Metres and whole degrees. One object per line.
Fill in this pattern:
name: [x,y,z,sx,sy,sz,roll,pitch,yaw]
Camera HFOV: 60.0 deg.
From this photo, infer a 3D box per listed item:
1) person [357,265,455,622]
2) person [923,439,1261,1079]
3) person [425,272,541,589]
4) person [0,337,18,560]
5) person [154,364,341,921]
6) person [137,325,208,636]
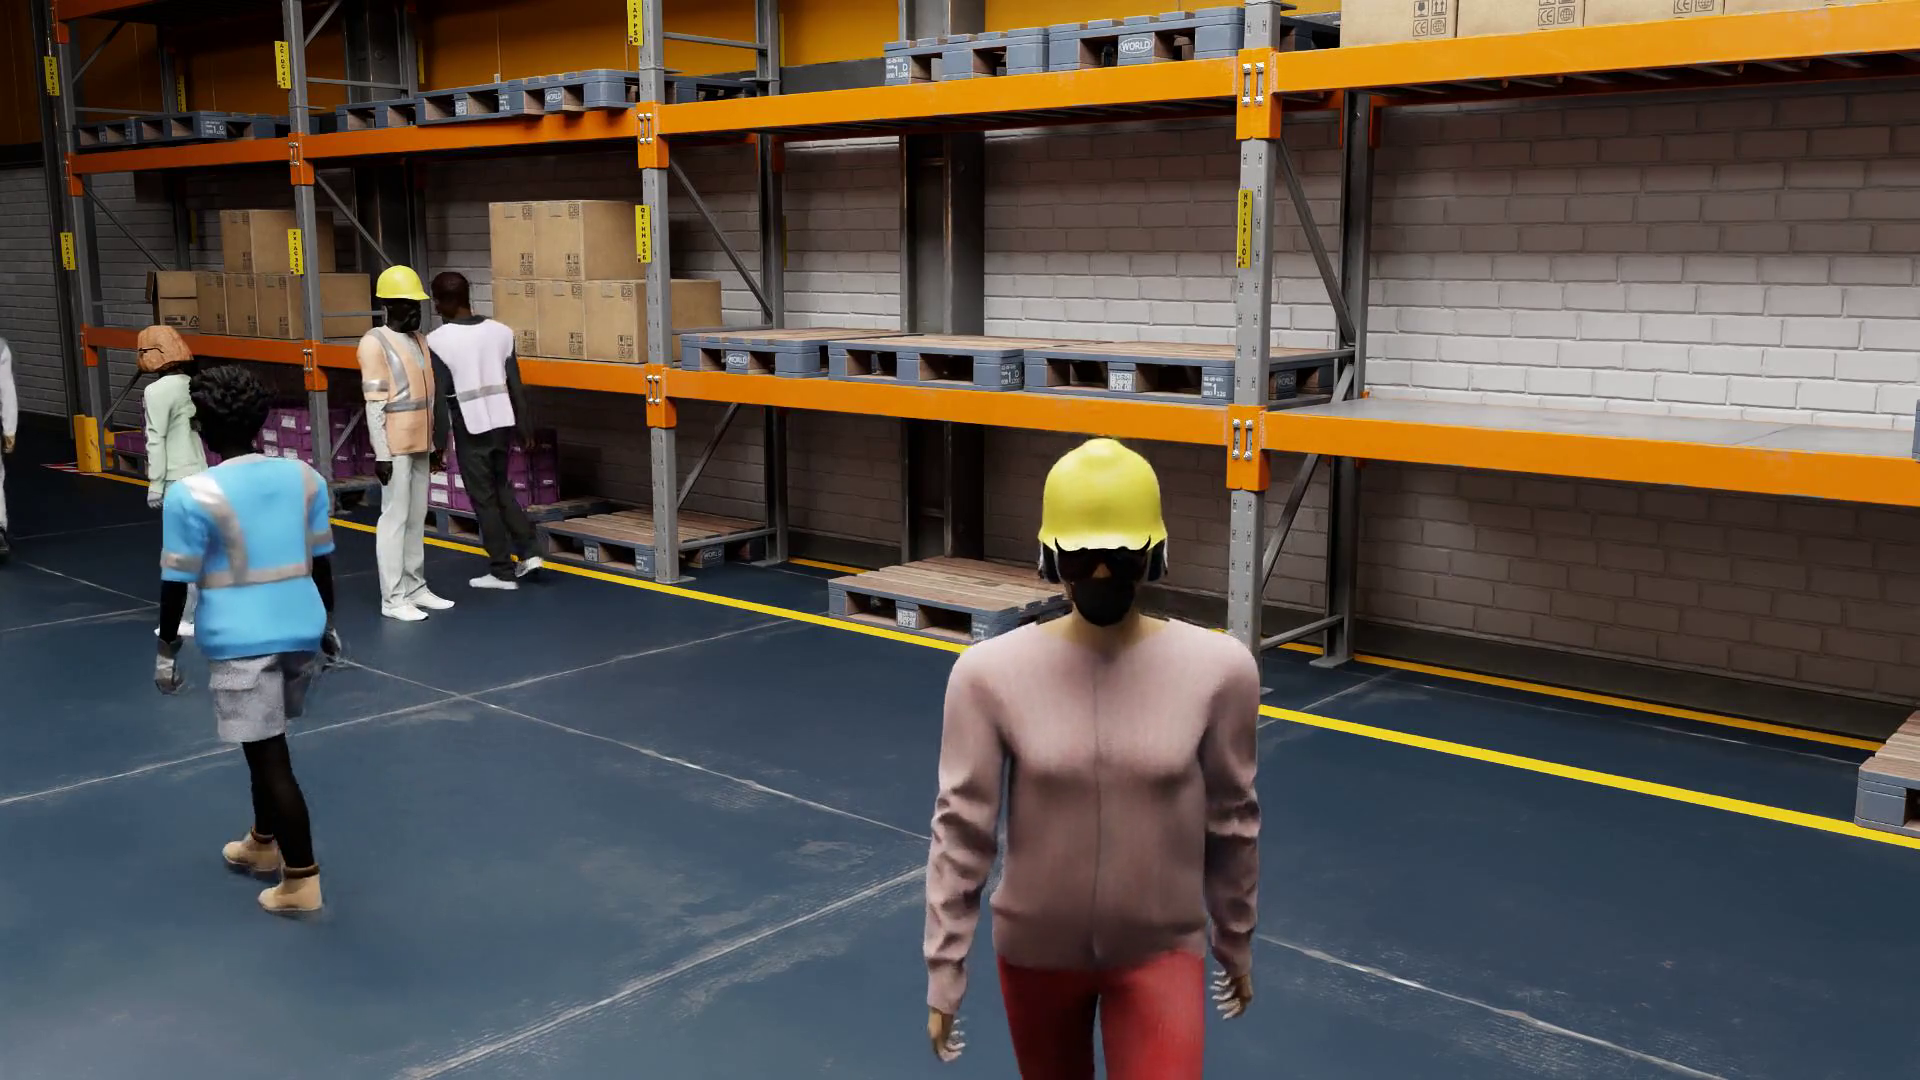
person: [-3.030,-0.528,9.107,0.366,1.926,0.594,2,10,9]
person: [0.217,0.695,2.722,0.552,1.712,0.915,1,10,4]
person: [-2.843,-0.626,9.803,0.428,1.884,0.636,6,12,32]
person: [-6.285,-0.714,10.497,0.599,1.818,0.459,-7,12,-35]
person: [-2.213,0.305,5.092,0.746,1.661,0.552,5,11,28]
person: [-4.103,-0.309,8.730,0.284,1.624,0.494,0,10,-2]
